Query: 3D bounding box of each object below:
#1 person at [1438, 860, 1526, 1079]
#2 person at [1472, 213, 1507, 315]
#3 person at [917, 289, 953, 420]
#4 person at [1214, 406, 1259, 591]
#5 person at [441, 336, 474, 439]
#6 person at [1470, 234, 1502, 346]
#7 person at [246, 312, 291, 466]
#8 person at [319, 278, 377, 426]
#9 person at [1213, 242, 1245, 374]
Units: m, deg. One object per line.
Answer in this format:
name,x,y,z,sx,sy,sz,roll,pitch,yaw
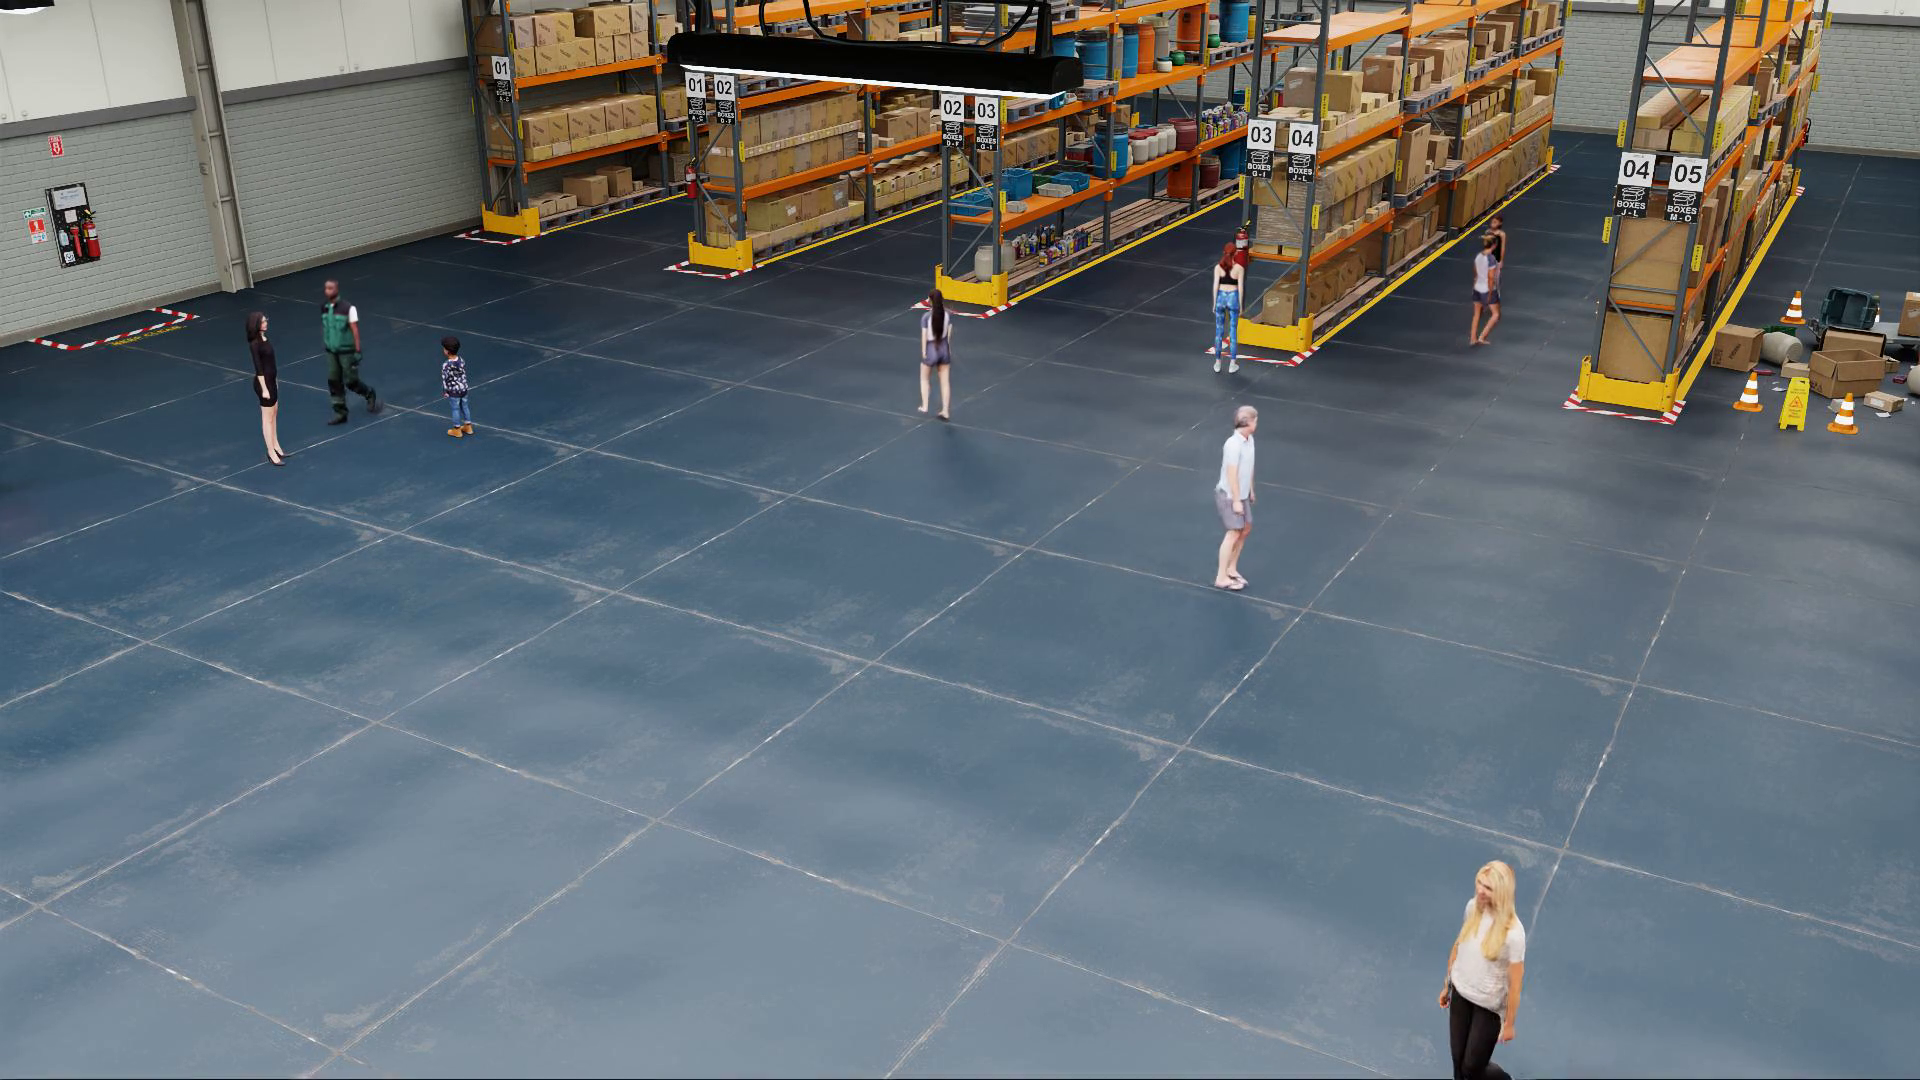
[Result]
person,2.945,2.540,9.202,0.920,1.815,0.828,-11,26,-25
person,8.200,-4.238,25.512,0.597,1.523,1.064,16,28,33
person,-0.255,-2.304,20.825,0.822,1.633,0.866,-9,25,-21
person,2.616,-0.427,16.194,0.746,1.803,0.563,19,30,37
person,-6.154,-1.881,20.317,0.571,1.252,0.456,16,28,34
person,7.454,-3.552,23.785,0.741,1.613,0.700,-11,25,-23
person,-8.075,-1.775,19.361,0.710,1.806,0.621,-3,23,-8
person,-7.668,-2.375,20.747,0.808,1.824,1.045,8,24,18
person,3.645,-3.173,22.676,0.623,1.784,0.644,6,24,14
